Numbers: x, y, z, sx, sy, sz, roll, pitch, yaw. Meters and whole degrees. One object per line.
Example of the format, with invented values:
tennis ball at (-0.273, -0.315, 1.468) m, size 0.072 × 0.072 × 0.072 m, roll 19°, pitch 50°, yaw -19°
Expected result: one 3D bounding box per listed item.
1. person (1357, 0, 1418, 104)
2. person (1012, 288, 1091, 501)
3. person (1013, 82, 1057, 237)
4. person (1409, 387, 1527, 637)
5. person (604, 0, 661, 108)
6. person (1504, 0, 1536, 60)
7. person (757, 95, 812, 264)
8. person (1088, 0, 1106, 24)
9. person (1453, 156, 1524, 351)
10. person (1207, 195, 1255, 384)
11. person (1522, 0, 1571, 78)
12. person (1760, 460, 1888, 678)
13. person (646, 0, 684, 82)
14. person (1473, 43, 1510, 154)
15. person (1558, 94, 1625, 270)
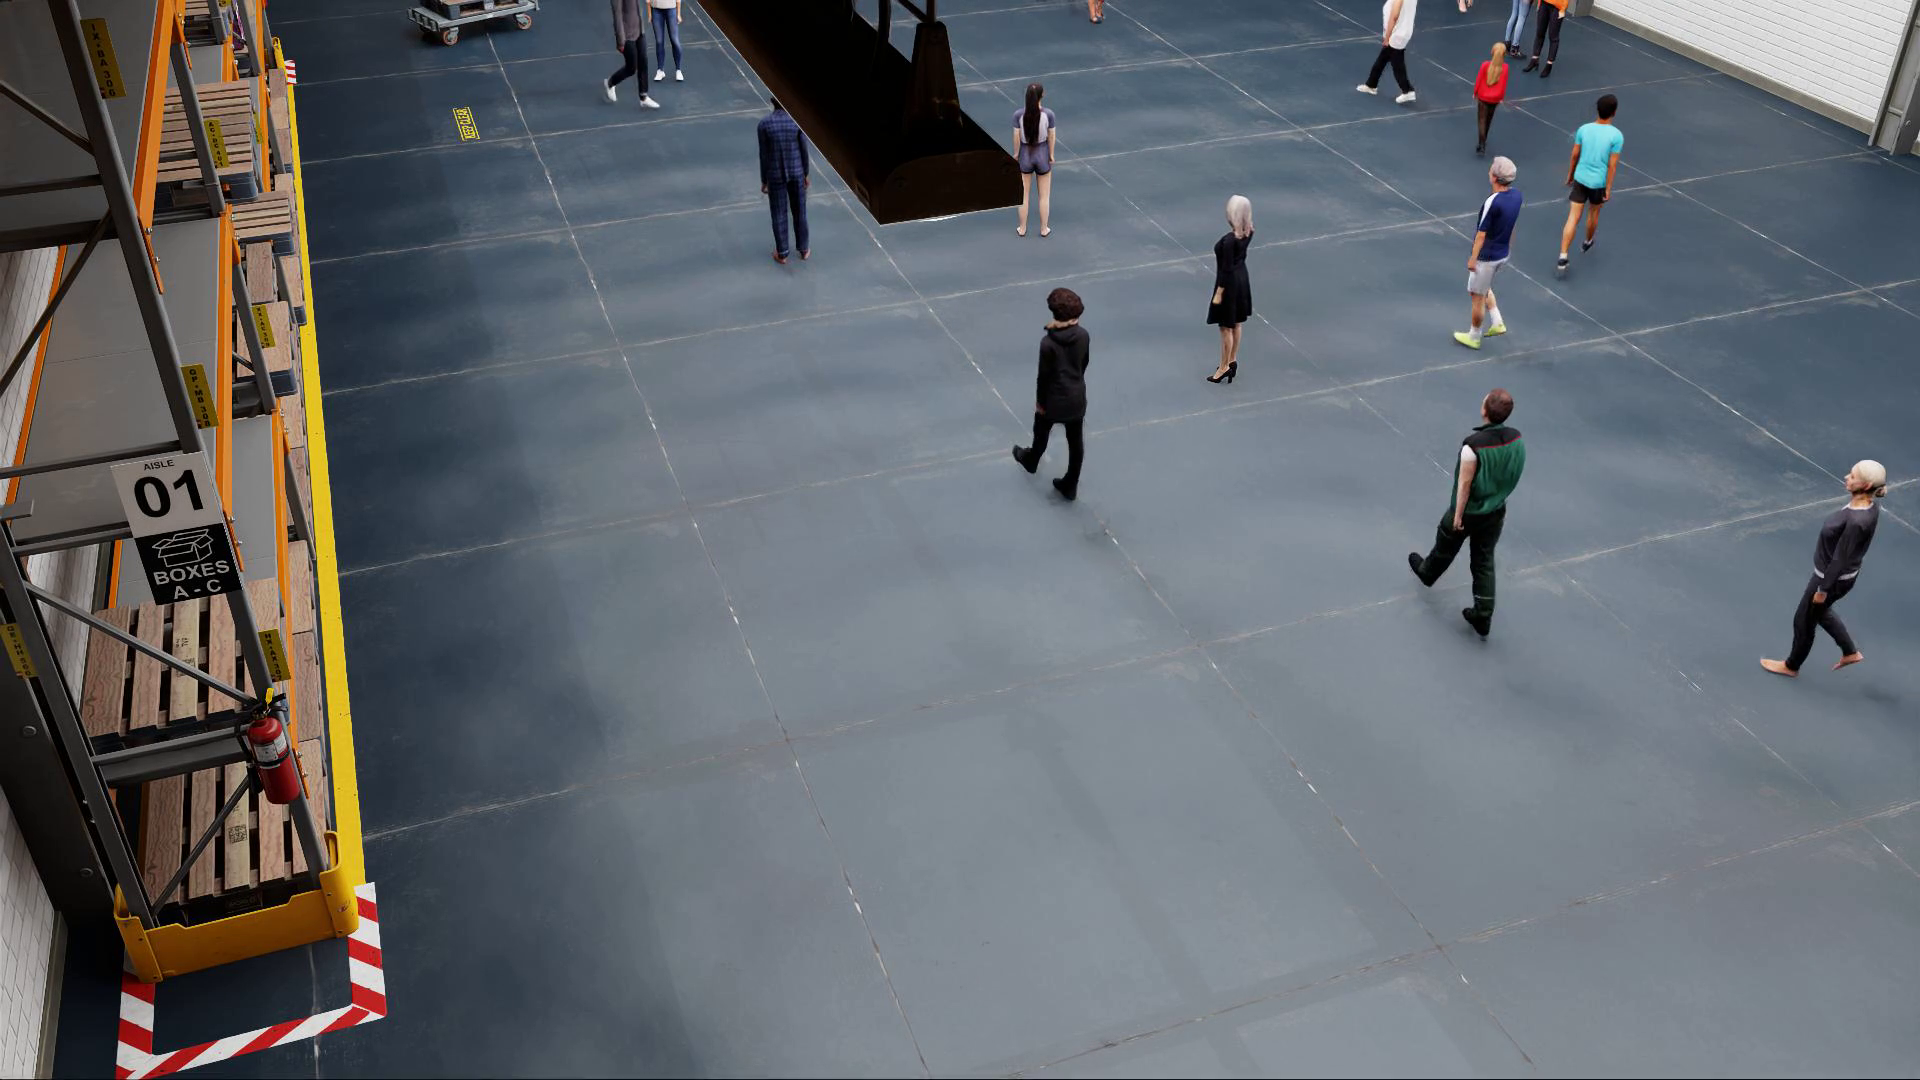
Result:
person at (5.519, -6.305, 20.866) m, size 1.181 × 1.651 × 1.032 m, roll 22°, pitch 39°, yaw 29°
person at (0.840, -1.080, 12.914) m, size 0.713 × 1.752 × 0.997 m, roll -16°, pitch 37°, yaw -22°
person at (0.778, -3.968, 17.350) m, size 0.666 × 1.651 × 0.656 m, roll 2°, pitch 34°, yaw 3°
person at (3.621, -0.167, 11.508) m, size 0.675 × 1.787 × 1.127 m, roll -10°, pitch 35°, yaw -15°
person at (-4.165, -6.281, 20.692) m, size 1.130 × 1.803 × 1.065 m, roll 15°, pitch 37°, yaw 21°
person at (7.612, -7.407, 22.462) m, size 0.679 × 1.719 × 0.520 m, roll -6°, pitch 34°, yaw -8°
person at (-1.761, -3.696, 16.789) m, size 0.660 × 1.819 × 0.579 m, roll -10°, pitch 35°, yaw -14°
person at (1.944, -8.259, 23.792) m, size 0.683 × 1.666 × 0.721 m, roll -24°, pitch 40°, yaw -31°
person at (4.875, -2.565, 15.078) m, size 0.783 × 1.829 × 0.840 m, roll -28°, pitch 42°, yaw -35°
person at (2.375, -2.203, 14.607) m, size 0.738 × 1.747 × 0.699 m, roll 20°, pitch 39°, yaw 28°
person at (7.774, -6.984, 21.799) m, size 0.717 × 1.748 × 0.550 m, roll -18°, pitch 38°, yaw -25°
person at (5.842, 0.230, 10.976) m, size 0.946 × 1.715 × 0.854 m, roll 22°, pitch 40°, yaw 30°
person at (-3.842, -6.852, 21.626) m, size 0.676 × 1.720 × 0.652 m, roll 0°, pitch 34°, yaw 0°
person at (6.203, -5.169, 19.505) m, size 0.711 × 1.266 × 0.970 m, roll 1°, pitch 34°, yaw 2°
person at (6.257, -3.523, 16.609) m, size 1.195 × 1.729 × 1.151 m, roll 21°, pitch 39°, yaw 28°
